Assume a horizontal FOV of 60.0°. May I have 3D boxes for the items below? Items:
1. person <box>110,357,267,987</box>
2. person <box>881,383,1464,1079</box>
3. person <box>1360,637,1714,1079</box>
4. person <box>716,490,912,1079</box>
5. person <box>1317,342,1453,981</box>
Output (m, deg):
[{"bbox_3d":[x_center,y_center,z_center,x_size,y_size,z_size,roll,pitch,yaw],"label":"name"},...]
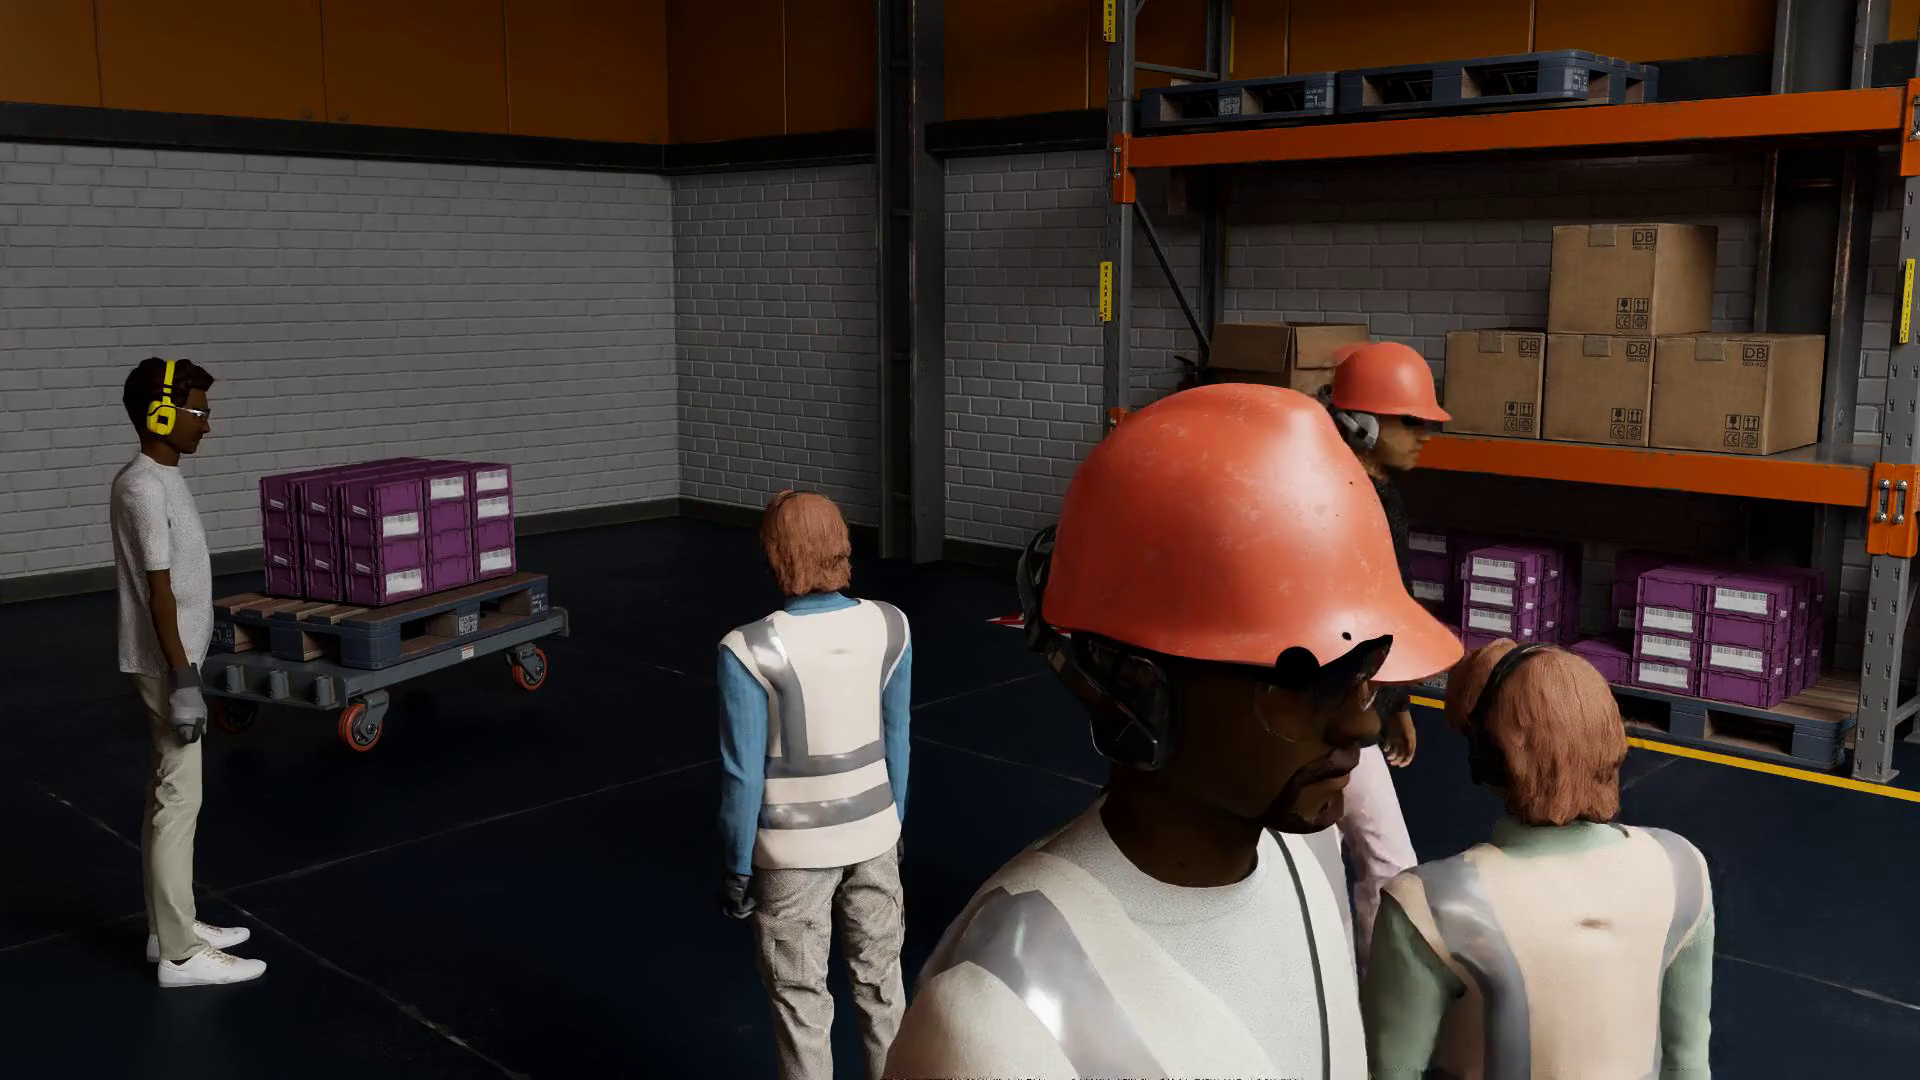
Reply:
[{"bbox_3d":[-2.327,0.391,4.961,0.328,1.865,0.520,-5,11,-29],"label":"person"},{"bbox_3d":[0.196,0.885,1.427,0.396,2.039,0.607,6,11,33],"label":"person"},{"bbox_3d":[0.767,0.937,2.310,0.540,1.623,0.372,-3,10,-19],"label":"person"},{"bbox_3d":[-0.317,0.703,3.741,0.515,1.636,0.315,-8,12,-39],"label":"person"},{"bbox_3d":[0.927,0.451,4.372,0.976,1.956,0.639,5,10,28],"label":"person"}]
